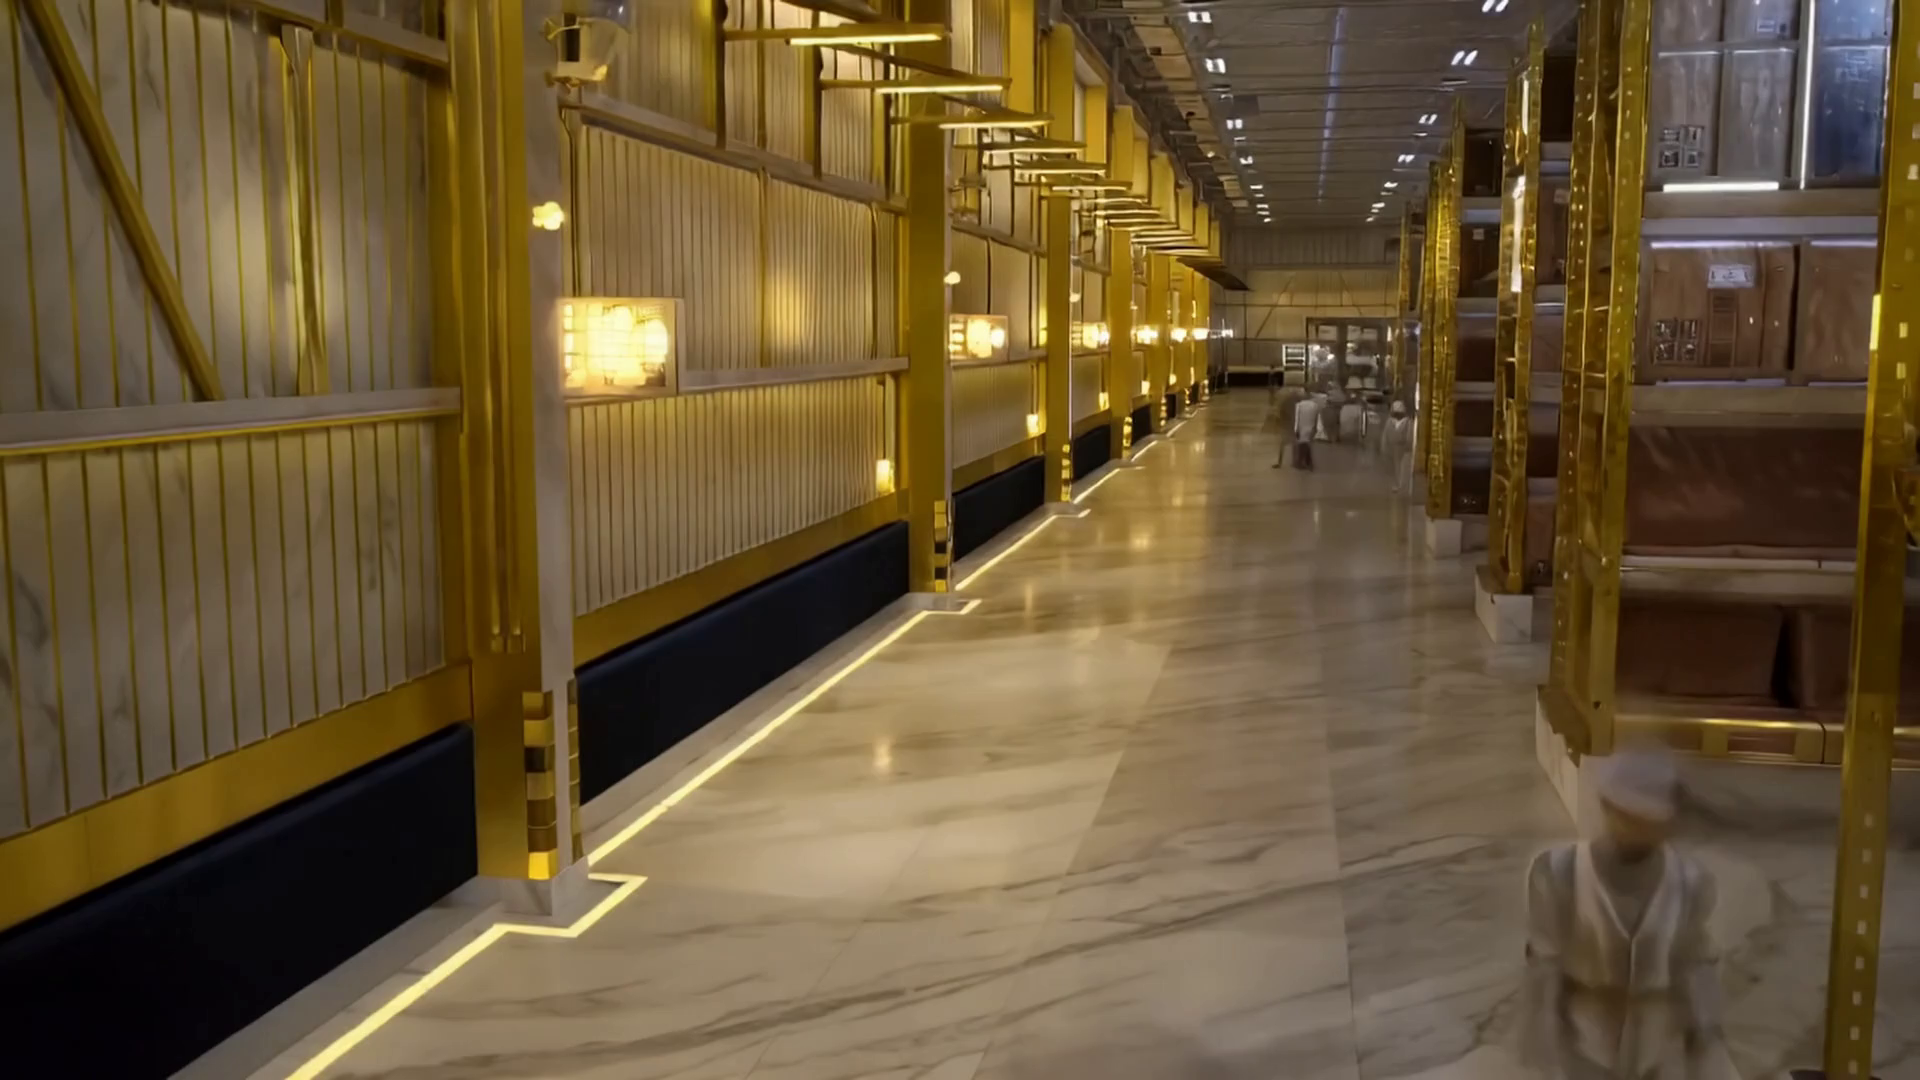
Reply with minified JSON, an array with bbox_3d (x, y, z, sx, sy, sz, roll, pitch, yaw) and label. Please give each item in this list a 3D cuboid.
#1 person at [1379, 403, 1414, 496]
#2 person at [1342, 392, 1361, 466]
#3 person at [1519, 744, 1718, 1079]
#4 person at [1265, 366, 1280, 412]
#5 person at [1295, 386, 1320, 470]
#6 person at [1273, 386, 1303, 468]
[{"bbox_3d":[8.348,-1.746,31.834,0.646,1.769,0.881,7,10,44],"label":"person"},{"bbox_3d":[9.034,-2.555,38.428,0.512,1.713,0.504,5,9,35],"label":"person"},{"bbox_3d":[2.008,1.518,5.140,0.544,1.909,0.890,1,7,8],"label":"person"},{"bbox_3d":[12.029,-5.800,64.074,0.597,1.818,0.423,0,7,1],"label":"person"},{"bbox_3d":[7.782,-2.478,37.138,0.567,1.905,0.667,-1,7,-5],"label":"person"},{"bbox_3d":[7.522,-2.582,37.998,0.736,1.889,0.426,2,7,13],"label":"person"}]
